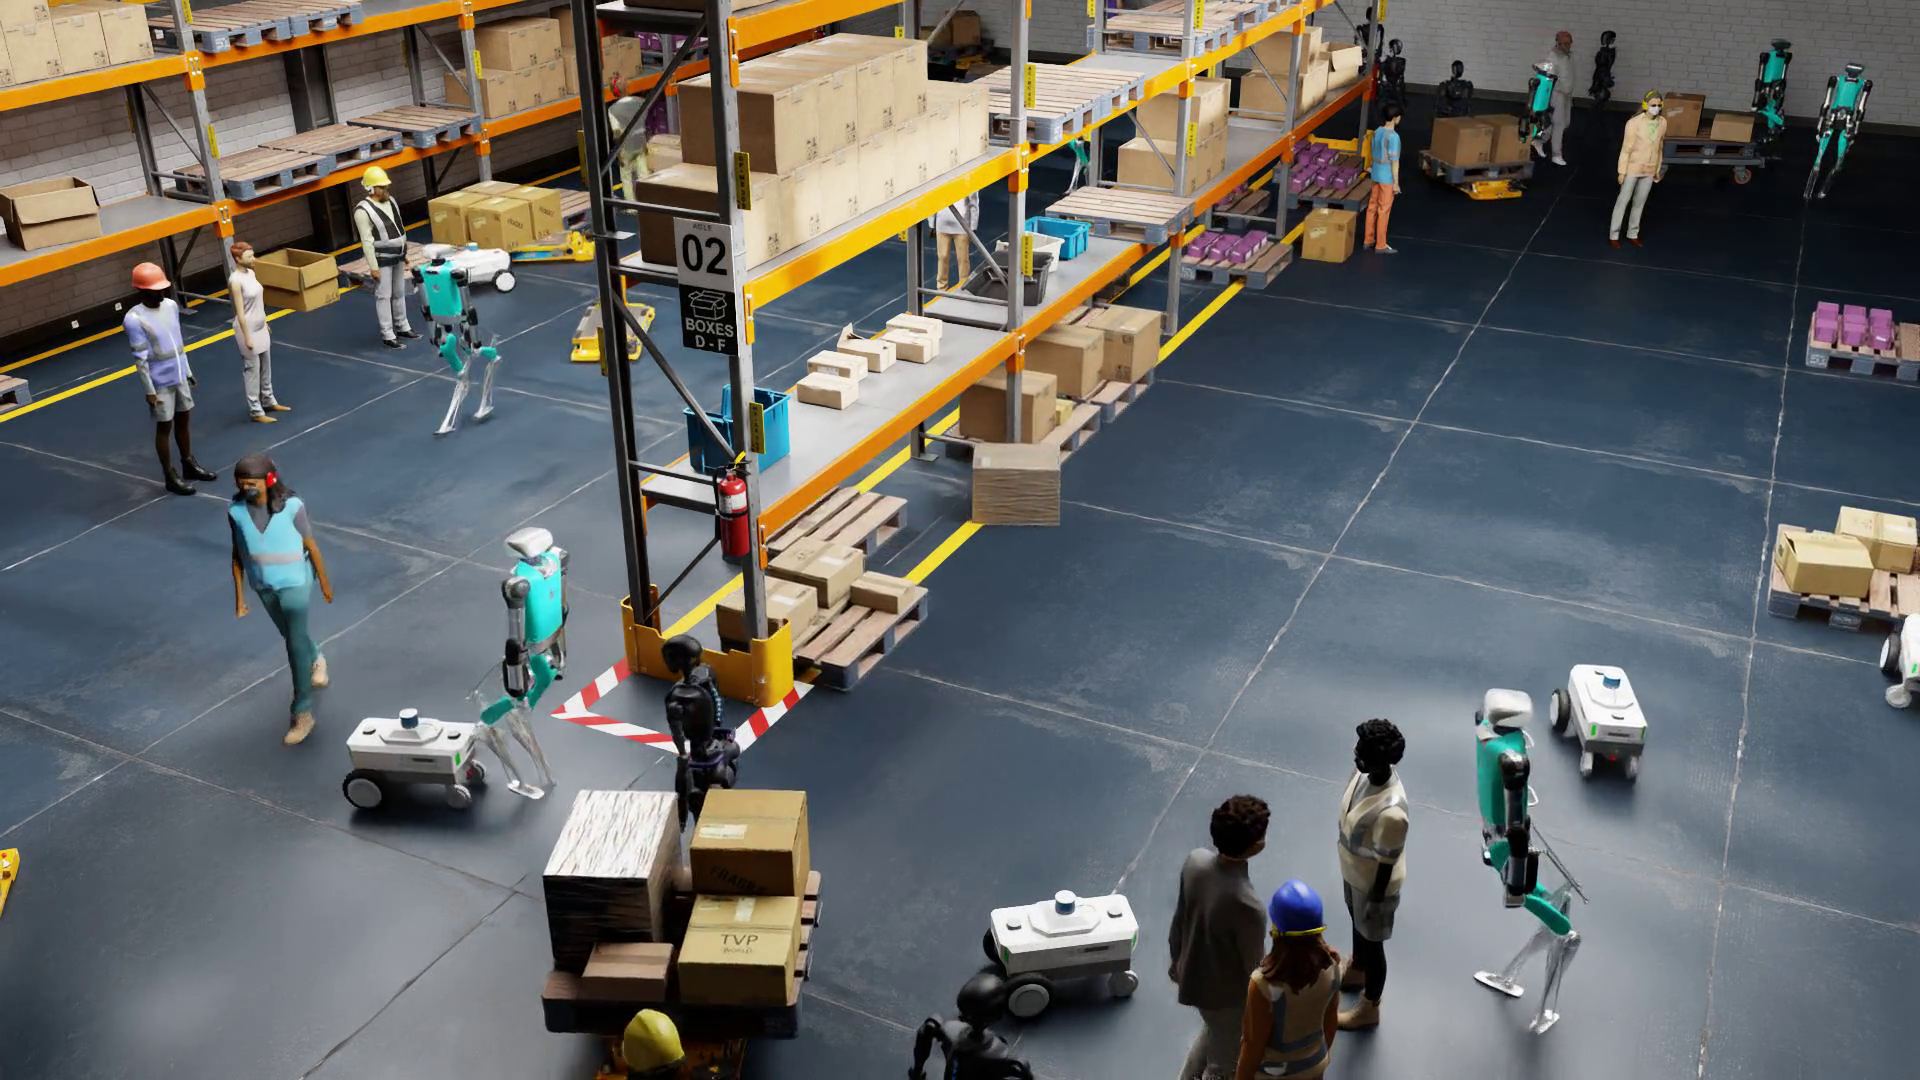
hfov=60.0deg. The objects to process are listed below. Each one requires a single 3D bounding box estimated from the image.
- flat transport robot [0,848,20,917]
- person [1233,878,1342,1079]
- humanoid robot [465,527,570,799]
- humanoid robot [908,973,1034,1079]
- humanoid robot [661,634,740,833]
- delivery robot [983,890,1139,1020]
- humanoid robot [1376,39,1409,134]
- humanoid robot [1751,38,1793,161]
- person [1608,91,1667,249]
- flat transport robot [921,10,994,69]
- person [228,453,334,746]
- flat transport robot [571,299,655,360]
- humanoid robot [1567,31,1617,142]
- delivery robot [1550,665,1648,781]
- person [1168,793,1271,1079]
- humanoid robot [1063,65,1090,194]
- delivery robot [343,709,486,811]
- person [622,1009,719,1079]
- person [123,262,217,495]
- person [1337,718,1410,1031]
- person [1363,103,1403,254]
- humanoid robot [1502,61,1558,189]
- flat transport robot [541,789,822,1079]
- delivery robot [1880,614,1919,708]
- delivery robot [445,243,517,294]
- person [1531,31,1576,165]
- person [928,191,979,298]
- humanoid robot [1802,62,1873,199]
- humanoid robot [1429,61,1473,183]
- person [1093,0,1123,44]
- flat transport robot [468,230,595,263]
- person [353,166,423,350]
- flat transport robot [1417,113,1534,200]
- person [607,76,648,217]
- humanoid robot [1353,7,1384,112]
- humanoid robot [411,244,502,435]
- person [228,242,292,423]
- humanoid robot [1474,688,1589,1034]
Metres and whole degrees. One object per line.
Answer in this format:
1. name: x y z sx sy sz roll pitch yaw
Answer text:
1. flat transport robot: -5.370 2.065 8.607 0.659 0.231 1.431 -8 27 -16
2. person: 1.305 2.133 6.768 0.478 1.776 0.320 -12 29 -23
3. humanoid robot: -2.596 0.745 9.669 0.714 1.825 0.537 10 28 19
4. humanoid robot: 0.051 2.332 6.498 0.609 1.641 0.617 15 30 28
5. humanoid robot: -1.322 1.217 8.752 0.378 1.646 0.606 6 27 13
6. delivery robot: 0.516 2.024 8.351 0.774 0.581 0.499 -5 27 -9
7. humanoid robot: 6.268 -6.421 24.148 0.600 1.652 0.353 -18 32 -33
8. humanoid robot: 11.643 -6.197 23.674 0.557 1.754 1.046 -10 28 -19
9. person: 8.137 -4.443 19.944 0.565 1.875 0.390 -6 27 -11
10. flat transport robot: -0.173 -8.916 30.789 1.431 0.231 0.659 21 33 36
11. person: -4.261 0.278 10.495 0.548 1.826 0.939 2 26 4
12. flat transport robot: -3.571 -2.167 17.154 0.659 0.231 1.431 -1 26 -2
13. humanoid robot: 9.571 -6.814 24.980 0.733 1.630 0.595 1 26 2
14. delivery robot: 3.981 1.080 10.275 0.499 0.596 0.795 4 27 7
15. person: 1.127 1.898 7.125 0.478 1.882 0.570 -14 29 -25
16. humanoid robot: 1.594 -5.373 22.106 0.762 1.896 0.543 -19 32 -33
17. delivery robot: -3.263 1.287 9.878 0.796 0.614 0.499 2 26 5
18. person: -1.060 2.471 6.115 0.535 1.752 0.603 -15 30 -28
19. person: -6.457 -1.330 13.586 0.377 1.937 0.546 7 27 14
20. person: 1.956 1.587 7.970 0.320 1.694 0.534 -1 26 -1
21. person: 5.056 -4.293 19.762 0.326 1.765 0.488 -10 28 -19
22. humanoid robot: 7.509 -5.565 22.266 0.530 1.716 0.699 -20 33 -35
23. flat transport robot: -1.343 2.233 8.267 0.659 0.231 1.431 1 26 2
24. delivery robot: 6.352 0.783 10.881 0.513 0.601 0.773 11 28 21
25. delivery robot: -5.375 -3.008 18.553 0.817 0.614 0.499 -17 31 -31
26. person: 8.538 -6.321 23.753 0.610 1.866 0.701 22 34 37
27. person: -0.081 -3.401 17.972 0.571 1.749 0.330 7 27 13
28. humanoid robot: 11.560 -5.289 21.917 0.555 1.864 0.762 12 29 22
29. humanoid robot: 6.722 -5.719 22.748 0.589 1.641 0.319 -4 27 -7
30. person: 2.616 -9.091 29.284 0.596 1.922 0.448 20 32 34
31. flat transport robot: -5.085 -3.473 19.794 1.431 0.231 0.659 -5 27 -9
32. person: -5.766 -2.849 16.766 0.404 1.837 0.589 8 27 15
33. flat transport robot: 7.006 -4.921 22.718 0.659 0.231 1.431 -6 27 -12
34. person: -4.115 -4.925 20.984 0.594 1.812 0.762 -24 35 -39
35. humanoid robot: 6.540 -7.794 26.954 0.601 1.638 0.625 -7 27 -15
36. humanoid robot: -4.424 -1.818 14.802 0.546 1.762 0.926 8 28 16
37. person: -6.370 -1.876 15.008 0.289 1.654 0.443 1 26 2
38. humanoid robot: 2.801 1.542 8.009 0.793 1.774 0.609 0 26 1
